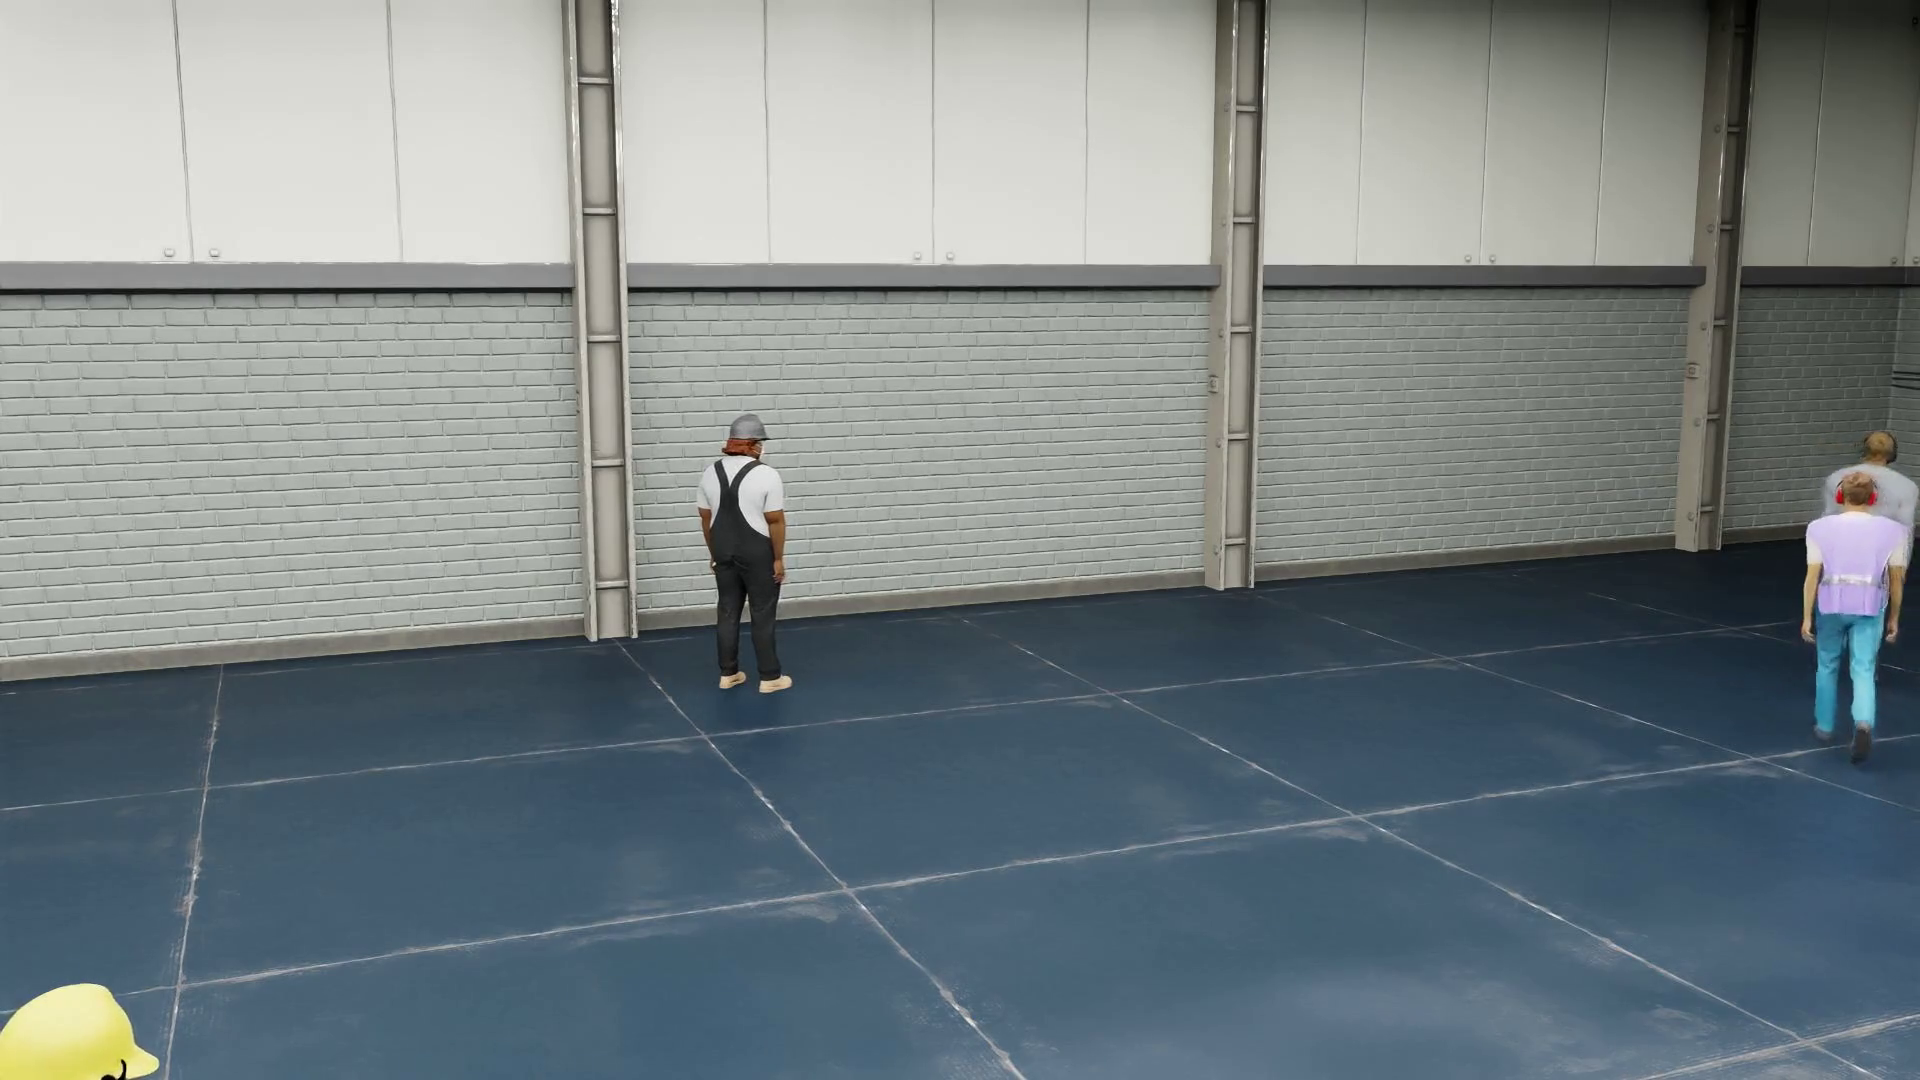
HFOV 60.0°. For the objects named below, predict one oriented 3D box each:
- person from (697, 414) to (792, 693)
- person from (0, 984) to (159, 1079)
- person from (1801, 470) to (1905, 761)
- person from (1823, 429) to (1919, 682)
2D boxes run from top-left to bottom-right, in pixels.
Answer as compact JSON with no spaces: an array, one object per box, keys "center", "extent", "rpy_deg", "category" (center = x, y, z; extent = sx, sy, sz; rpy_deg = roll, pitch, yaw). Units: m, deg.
[{"center":[-1.541,0.086,12.178],"extent":[0.683,2.000,0.536],"rpy_deg":[4,10,25],"category":"person"},{"center":[-1.612,1.674,3.073],"extent":[0.532,1.765,0.328],"rpy_deg":[8,12,42],"category":"person"},{"center":[5.651,0.467,10.534],"extent":[0.578,1.813,0.870],"rpy_deg":[3,10,20],"category":"person"},{"center":[6.639,0.142,12.208],"extent":[0.637,1.916,0.557],"rpy_deg":[8,12,41],"category":"person"}]
